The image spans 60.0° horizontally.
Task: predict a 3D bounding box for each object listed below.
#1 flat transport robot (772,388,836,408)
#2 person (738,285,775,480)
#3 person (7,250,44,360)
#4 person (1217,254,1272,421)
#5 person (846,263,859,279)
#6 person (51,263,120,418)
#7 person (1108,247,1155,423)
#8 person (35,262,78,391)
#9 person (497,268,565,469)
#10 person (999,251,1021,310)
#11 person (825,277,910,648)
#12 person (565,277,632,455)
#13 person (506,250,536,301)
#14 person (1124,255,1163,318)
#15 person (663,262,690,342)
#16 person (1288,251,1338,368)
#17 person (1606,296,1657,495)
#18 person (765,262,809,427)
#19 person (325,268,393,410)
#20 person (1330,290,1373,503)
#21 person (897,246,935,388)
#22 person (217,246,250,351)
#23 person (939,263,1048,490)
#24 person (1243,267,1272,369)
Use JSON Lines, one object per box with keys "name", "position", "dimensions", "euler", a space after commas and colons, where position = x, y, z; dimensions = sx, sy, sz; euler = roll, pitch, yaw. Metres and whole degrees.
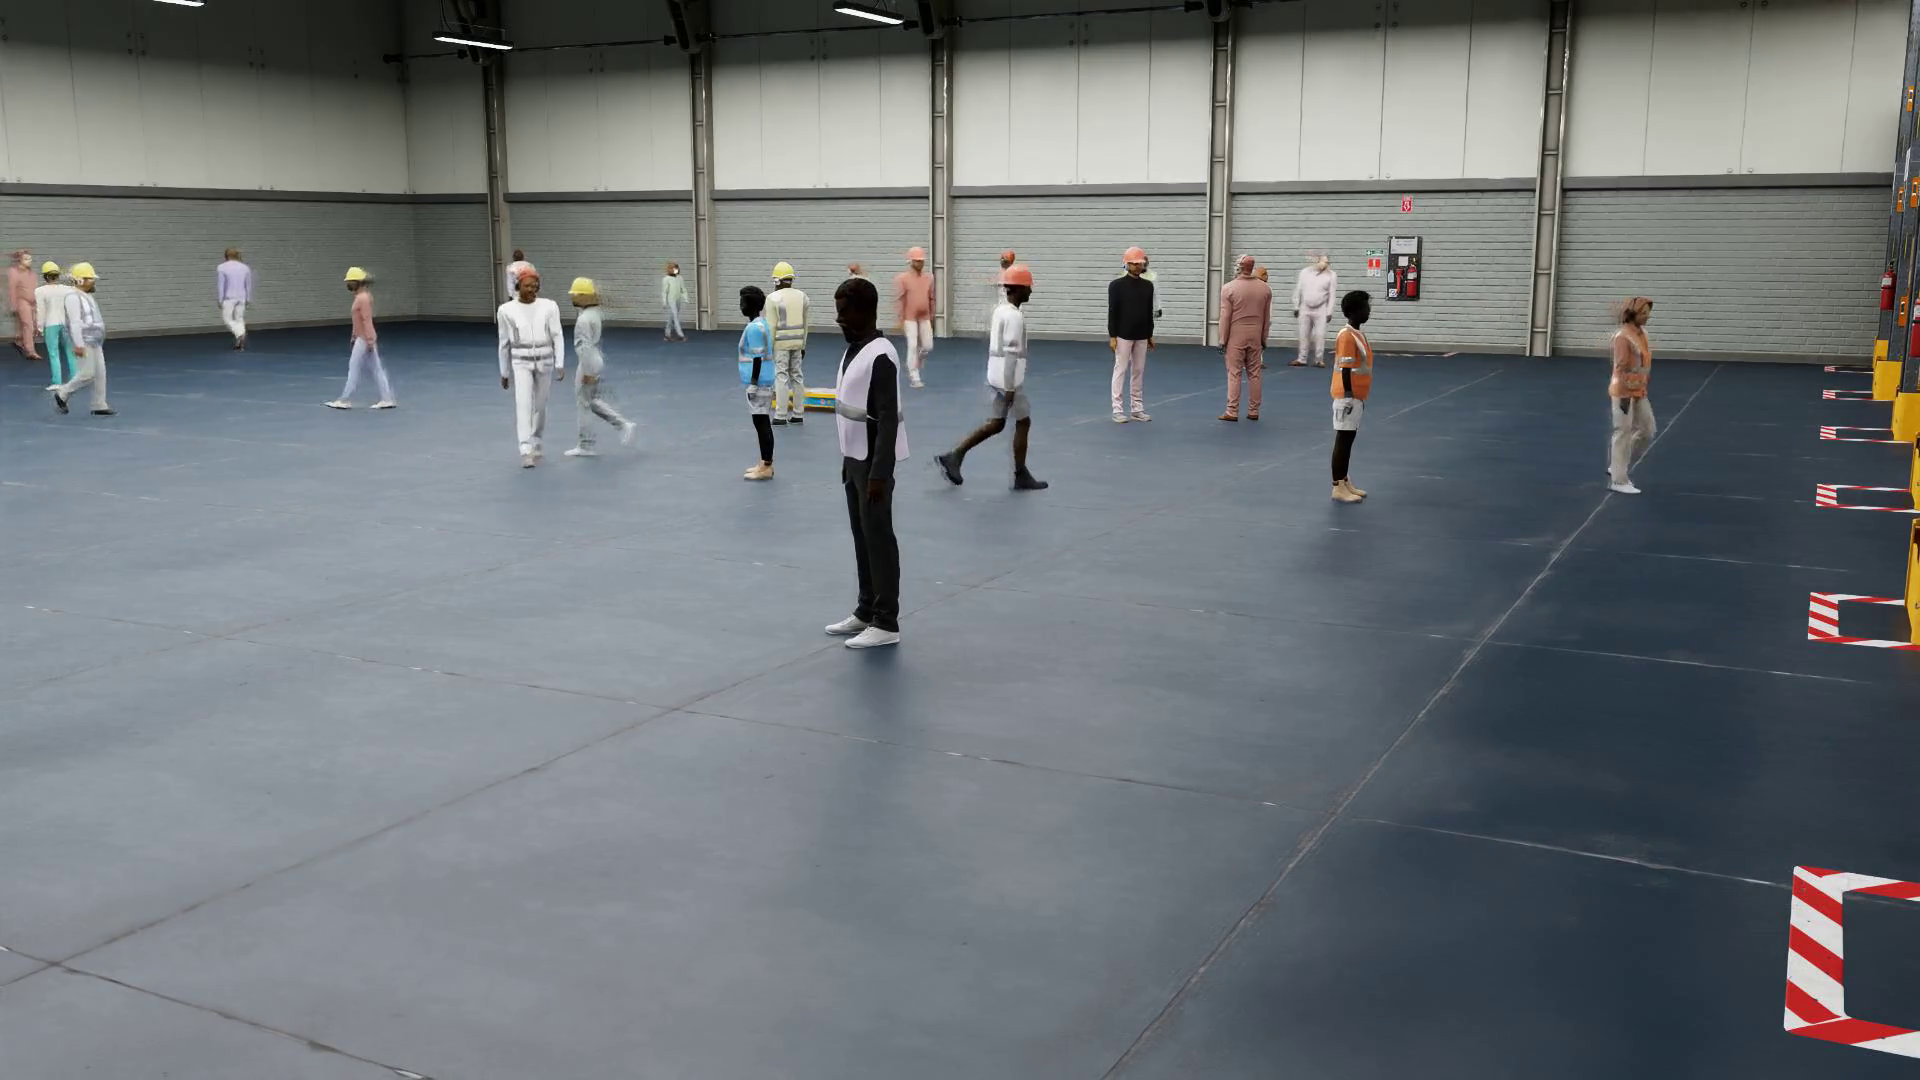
{"name": "flat transport robot", "position": [-1.537, -1.727, 20.379], "dimensions": [1.431, 0.197, 0.652], "euler": [5, 12, 27]}
{"name": "person", "position": [-1.778, -1.371, 14.544], "dimensions": [0.317, 1.697, 0.540], "euler": [0, 10, -1]}
{"name": "person", "position": [-15.983, -4.004, 28.383], "dimensions": [0.517, 1.884, 0.655], "euler": [1, 10, 4]}
{"name": "person", "position": [3.248, -2.318, 19.126], "dimensions": [0.645, 1.913, 0.409], "euler": [-4, 11, -20]}
{"name": "person", "position": [-1.949, -4.259, 30.475], "dimensions": [0.395, 1.622, 0.550], "euler": [0, 10, -1]}
{"name": "person", "position": [-10.217, -2.312, 19.339], "dimensions": [0.602, 1.814, 0.594], "euler": [-1, 10, -7]}
{"name": "person", "position": [1.968, -2.343, 19.033], "dimensions": [0.620, 1.994, 0.381], "euler": [-6, 12, -29]}
{"name": "person", "position": [-12.448, -2.938, 22.905], "dimensions": [0.312, 1.768, 0.522], "euler": [7, 12, 32]}
{"name": "person", "position": [-4.019, -1.631, 15.591], "dimensions": [0.572, 1.839, 0.989], "euler": [-4, 11, -23]}
{"name": "person", "position": [0.778, -3.602, 26.208], "dimensions": [0.357, 1.881, 0.574], "euler": [4, 11, 19]}
{"name": "person", "position": [-0.475, -0.401, 8.669], "dimensions": [0.392, 1.914, 0.587], "euler": [-4, 11, -20]}
{"name": "person", "position": [-3.543, -1.675, 16.107], "dimensions": [0.561, 1.726, 0.500], "euler": [0, 10, 2]}
{"name": "person", "position": [-9.304, -5.241, 35.304], "dimensions": [0.636, 1.823, 0.578], "euler": [-5, 12, -26]}
{"name": "person", "position": [3.044, -3.827, 27.629], "dimensions": [0.652, 1.802, 0.887], "euler": [-2, 11, -11]}
{"name": "person", "position": [-5.734, -4.780, 33.427], "dimensions": [0.858, 1.588, 0.500], "euler": [8, 13, 36]}
{"name": "person", "position": [5.662, -3.712, 26.858], "dimensions": [0.805, 1.873, 0.417], "euler": [6, 12, 31]}
{"name": "person", "position": [5.538, -1.185, 13.707], "dimensions": [0.371, 1.625, 0.548], "euler": [10, 14, 43]}
{"name": "person", "position": [-1.952, -2.172, 18.536], "dimensions": [0.403, 1.837, 0.590], "euler": [9, 14, 41]}
{"name": "person", "position": [-7.395, -2.448, 20.314], "dimensions": [0.862, 1.722, 0.542], "euler": [-4, 11, -19]}
{"name": "person", "position": [3.146, -1.154, 13.363], "dimensions": [0.318, 1.697, 0.533], "euler": [4, 11, 22]}
{"name": "person", "position": [-0.622, -3.129, 23.368], "dimensions": [0.621, 1.974, 0.486], "euler": [-5, 12, -27]}
{"name": "person", "position": [-13.338, -4.426, 30.588], "dimensions": [0.490, 1.920, 0.645], "euler": [7, 13, 34]}
{"name": "person", "position": [0.288, -1.346, 13.870], "dimensions": [0.842, 1.909, 0.556], "euler": [-2, 11, -13]}
{"name": "person", "position": [4.749, -3.538, 26.574], "dimensions": [0.506, 1.623, 0.298], "euler": [9, 14, 41]}
